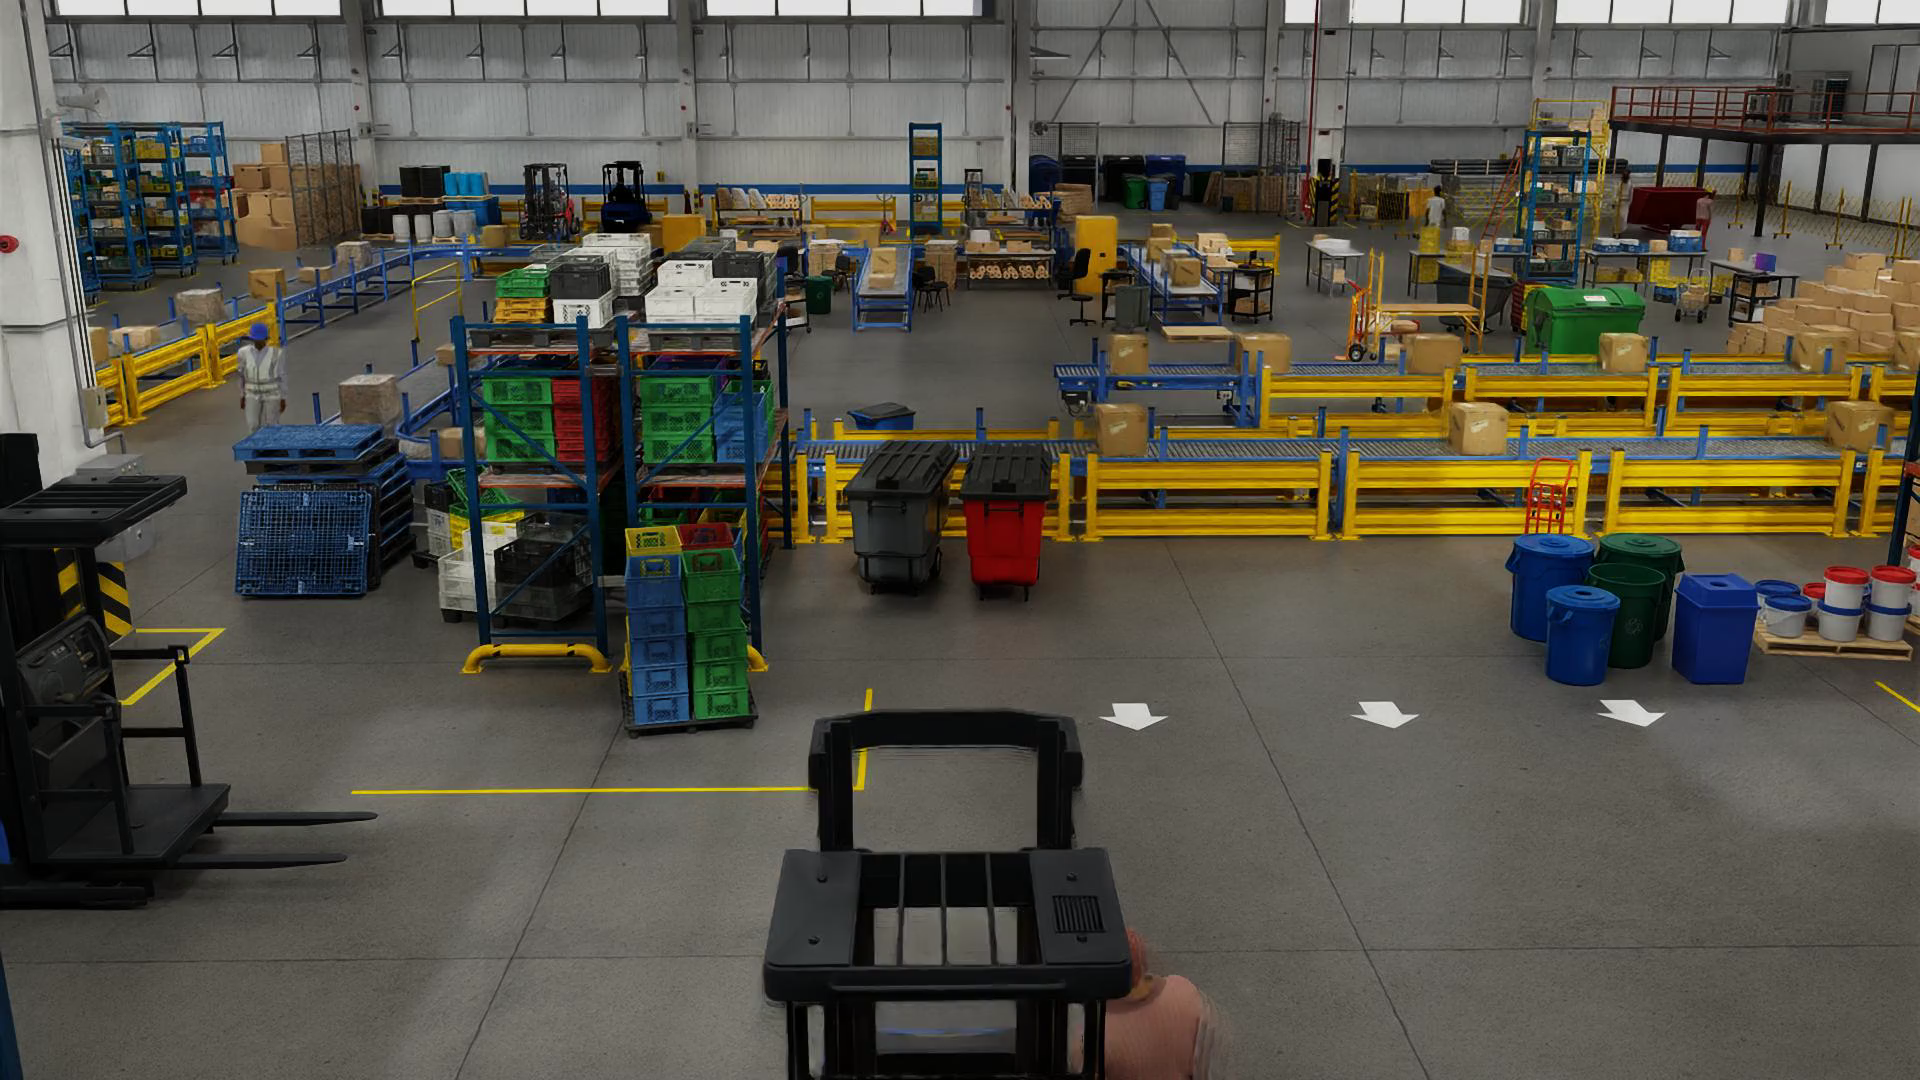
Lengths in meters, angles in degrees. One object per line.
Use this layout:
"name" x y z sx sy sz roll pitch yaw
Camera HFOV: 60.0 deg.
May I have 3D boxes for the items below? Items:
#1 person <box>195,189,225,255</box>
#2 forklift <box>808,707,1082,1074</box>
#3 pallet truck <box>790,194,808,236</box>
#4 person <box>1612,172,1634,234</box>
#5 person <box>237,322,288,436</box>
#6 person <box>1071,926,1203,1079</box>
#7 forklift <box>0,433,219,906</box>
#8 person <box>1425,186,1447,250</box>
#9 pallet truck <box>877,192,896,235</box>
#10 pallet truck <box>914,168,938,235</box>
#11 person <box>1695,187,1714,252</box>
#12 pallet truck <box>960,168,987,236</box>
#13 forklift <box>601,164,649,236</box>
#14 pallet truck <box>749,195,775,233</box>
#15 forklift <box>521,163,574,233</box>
"person" -20.100 -8.513 44.360 1.053 1.941 0.630 9 18 29
"forklift" -0.052 1.995 6.142 1.129 2.768 1.873 0 16 -1
"pallet truck" -4.814 -9.883 50.259 0.704 1.261 1.522 -1 16 -3
"person" 20.202 -10.305 50.753 0.591 1.847 0.969 2 16 7
"person" -8.825 -1.793 21.033 0.624 1.908 0.794 -3 16 -10
"person" 0.720 2.384 6.591 0.659 1.868 0.770 -9 18 -27
"forklift" -5.952 0.780 10.366 1.873 2.768 1.129 0 16 -1
"person" 12.833 -8.585 44.756 0.534 1.865 0.552 -15 22 -42
"pallet truck" -2.277 -9.986 50.594 0.653 1.274 1.630 0 16 -1
"pallet truck" -0.989 -10.316 50.507 0.823 1.965 1.885 1 16 3
"person" 20.473 -8.825 45.751 0.333 1.761 0.524 -10 19 -31
"pallet truck" 0.383 -10.230 50.206 0.823 1.965 1.885 -1 16 -3
"forklift" -9.948 -10.127 49.296 1.157 1.987 2.680 -1 16 -3
"pallet truck" -6.051 -9.967 50.660 0.680 1.201 1.601 0 16 -1
"forklift" -12.233 -10.122 49.298 1.157 1.987 2.680 0 16 -1
